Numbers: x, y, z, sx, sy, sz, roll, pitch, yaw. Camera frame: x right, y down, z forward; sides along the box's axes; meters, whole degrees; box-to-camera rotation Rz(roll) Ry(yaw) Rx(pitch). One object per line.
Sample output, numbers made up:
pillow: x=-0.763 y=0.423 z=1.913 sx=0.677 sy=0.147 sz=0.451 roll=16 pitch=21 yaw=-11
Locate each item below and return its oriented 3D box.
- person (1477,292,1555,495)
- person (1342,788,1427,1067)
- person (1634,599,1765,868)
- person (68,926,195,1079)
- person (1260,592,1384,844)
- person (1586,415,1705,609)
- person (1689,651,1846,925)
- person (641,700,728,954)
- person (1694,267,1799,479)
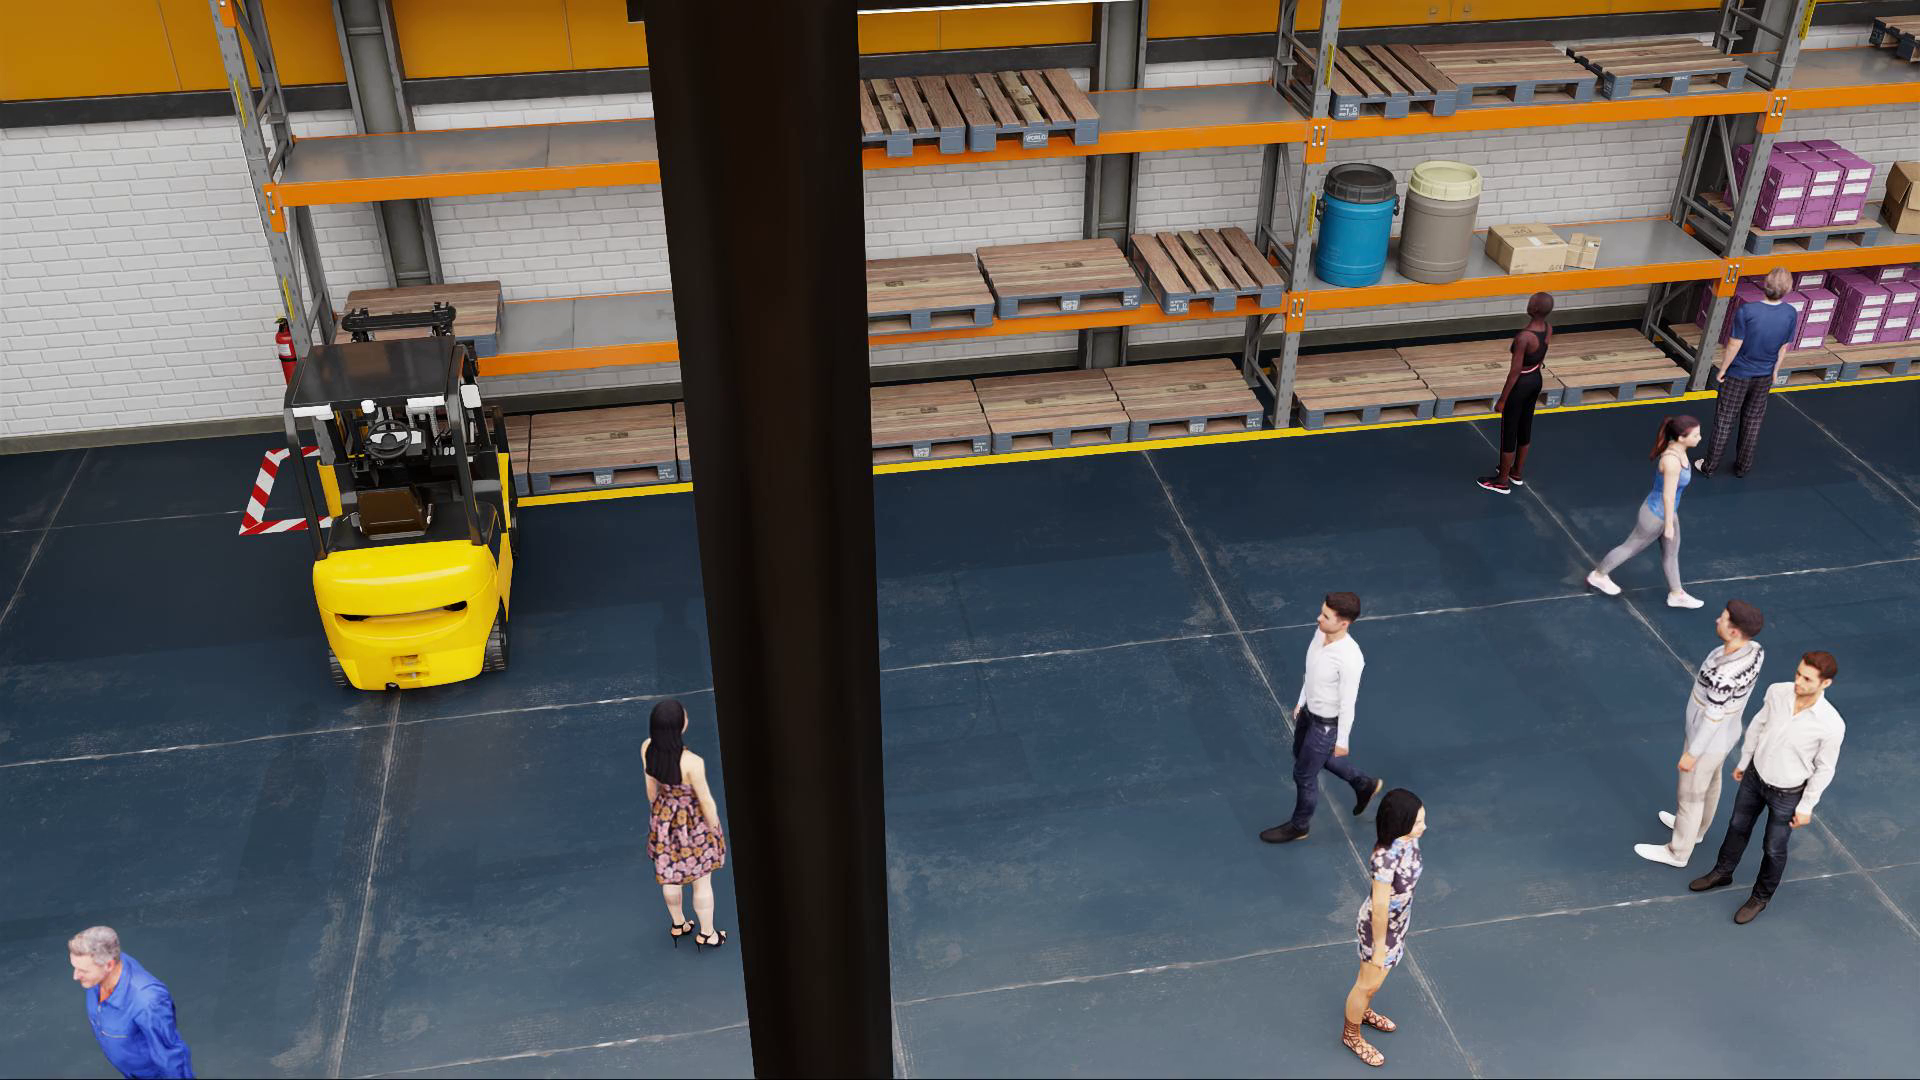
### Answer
person: x=4.549 y=-1.198 z=13.434 sx=0.618 sy=1.757 sz=0.724 roll=-24 pitch=40 yaw=-31
person: x=2.211 y=1.989 z=8.661 sx=0.716 sy=1.733 sz=0.673 roll=18 pitch=37 yaw=24
person: x=4.445 y=1.144 z=9.816 sx=0.830 sy=1.862 sz=0.733 roll=28 pitch=42 yaw=35
person: x=-3.799 y=2.468 z=7.858 sx=0.783 sy=1.823 sz=0.826 roll=23 pitch=40 yaw=31
person: x=2.275 y=1.060 z=9.959 sx=1.008 sy=1.844 sz=0.649 roll=-4 pitch=34 yaw=-6
person: x=5.005 y=-0.200 z=12.103 sx=1.115 sy=1.570 sz=0.987 roll=17 pitch=37 yaw=23
person: x=4.642 y=1.382 z=9.451 sx=0.662 sy=1.870 sz=0.720 roll=-17 pitch=37 yaw=-24
person: x=-1.530 y=1.592 z=9.222 sx=0.788 sy=1.774 sz=0.862 roll=15 pitch=37 yaw=22
person: x=6.449 y=-1.358 z=13.571 sx=0.571 sy=1.872 sz=0.770 roll=2 pitch=34 yaw=3
